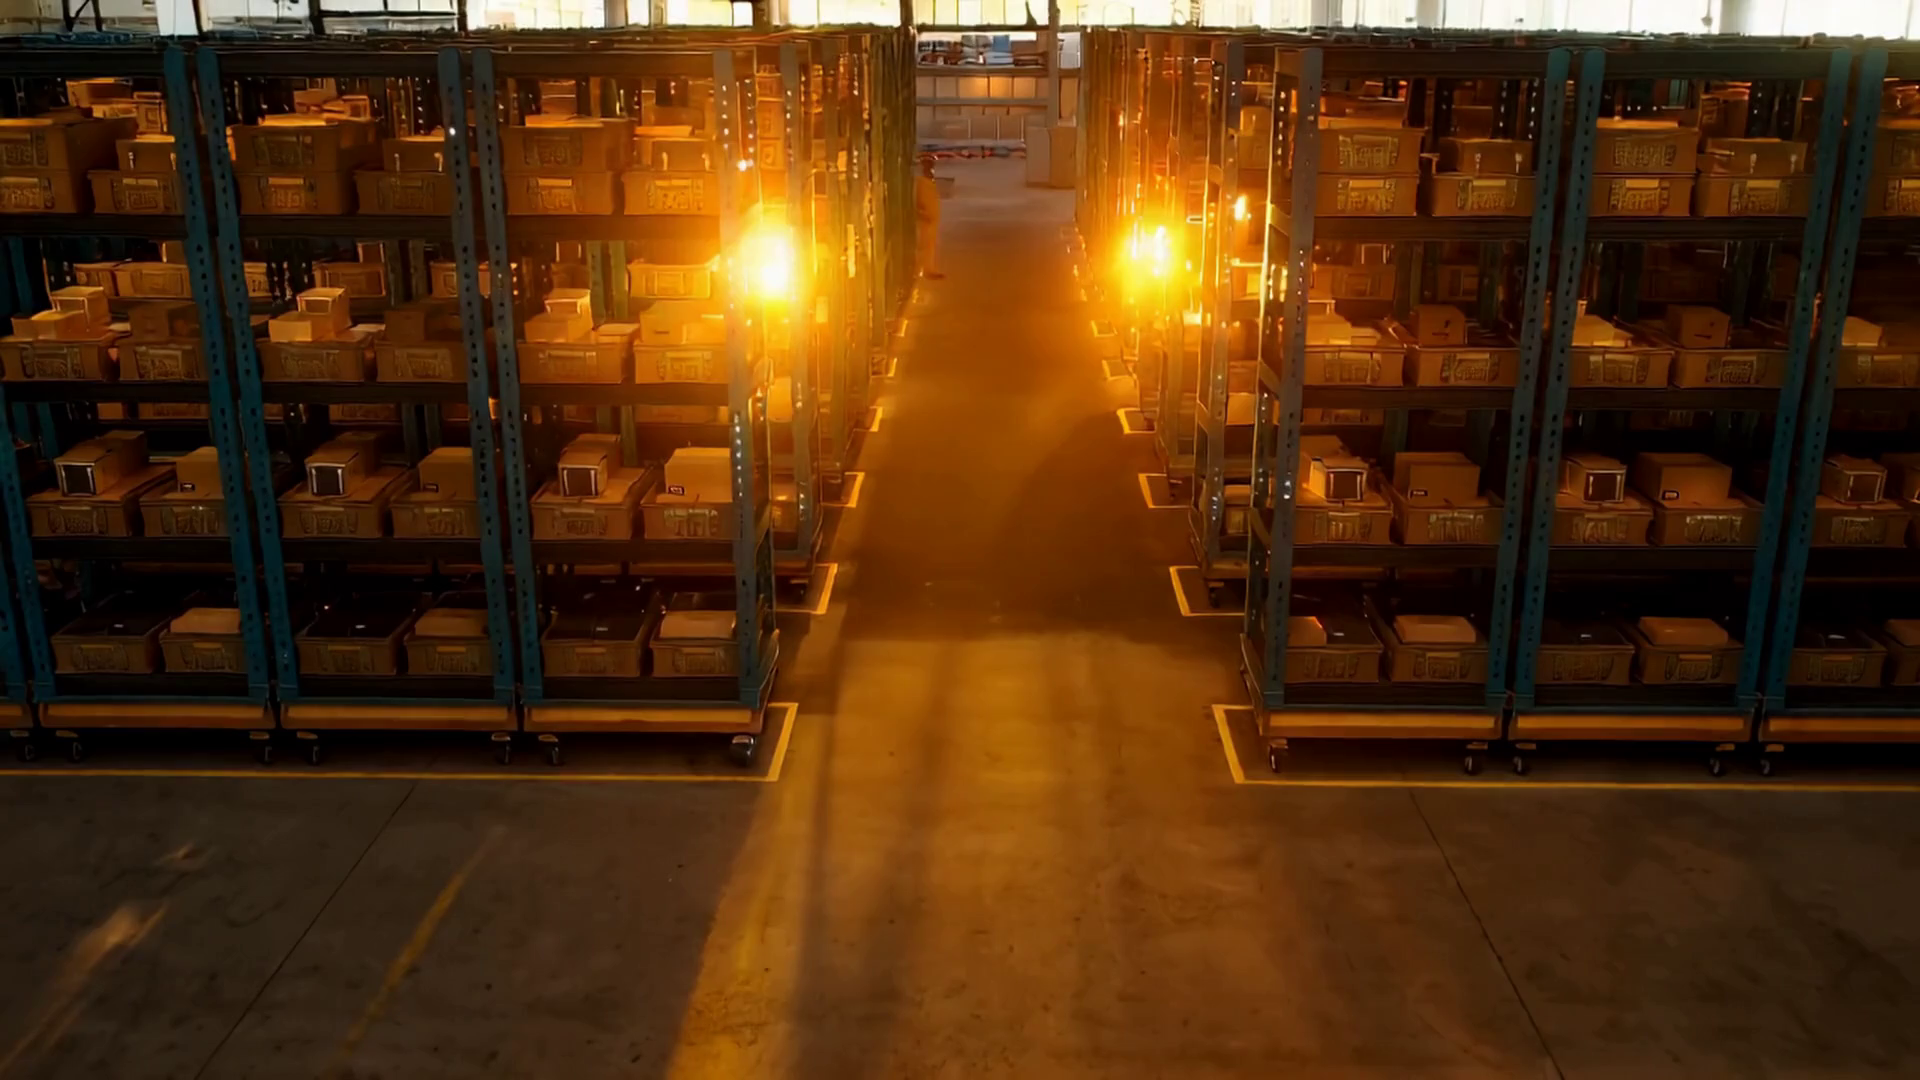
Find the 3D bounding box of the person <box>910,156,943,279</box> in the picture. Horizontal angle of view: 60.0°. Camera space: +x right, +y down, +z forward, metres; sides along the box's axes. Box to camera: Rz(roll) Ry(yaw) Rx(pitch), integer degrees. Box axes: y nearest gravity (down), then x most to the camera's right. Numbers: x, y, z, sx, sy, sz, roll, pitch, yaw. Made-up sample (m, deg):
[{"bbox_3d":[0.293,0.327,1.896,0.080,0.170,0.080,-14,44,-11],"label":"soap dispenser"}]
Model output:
[{"bbox_3d":[-0.541,-4.705,24.380,0.575,1.814,0.603,-4,18,-14],"label":"person"}]
